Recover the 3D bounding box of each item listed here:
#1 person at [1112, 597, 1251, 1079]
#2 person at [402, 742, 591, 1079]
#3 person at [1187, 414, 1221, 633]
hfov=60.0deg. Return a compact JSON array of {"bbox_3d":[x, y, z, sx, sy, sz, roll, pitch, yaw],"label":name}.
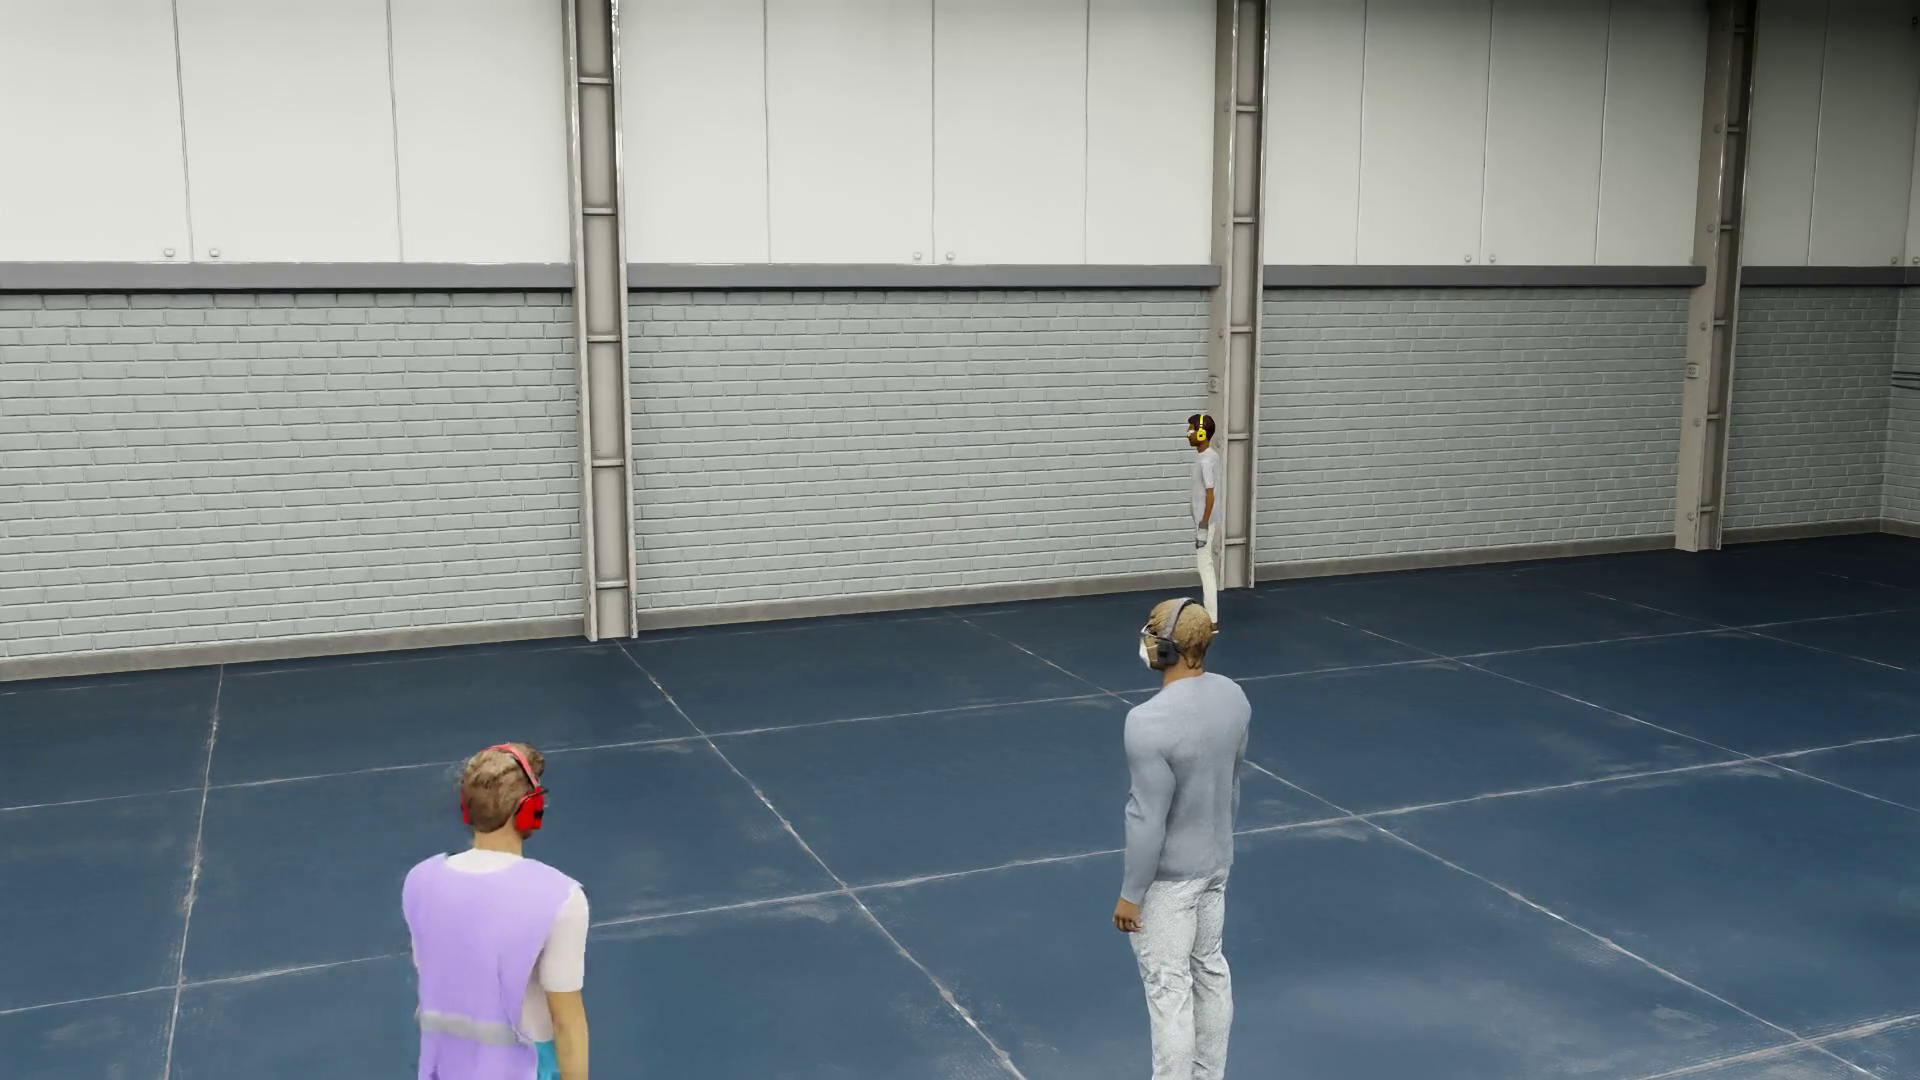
[{"bbox_3d":[0.757,1.151,5.808,0.370,1.940,0.630,8,12,39],"label":"person"},{"bbox_3d":[-1.151,1.429,4.413,0.591,1.819,0.592,4,10,22],"label":"person"},{"bbox_3d":[2.060,-0.136,14.110,0.313,1.869,0.528,2,9,9],"label":"person"}]
